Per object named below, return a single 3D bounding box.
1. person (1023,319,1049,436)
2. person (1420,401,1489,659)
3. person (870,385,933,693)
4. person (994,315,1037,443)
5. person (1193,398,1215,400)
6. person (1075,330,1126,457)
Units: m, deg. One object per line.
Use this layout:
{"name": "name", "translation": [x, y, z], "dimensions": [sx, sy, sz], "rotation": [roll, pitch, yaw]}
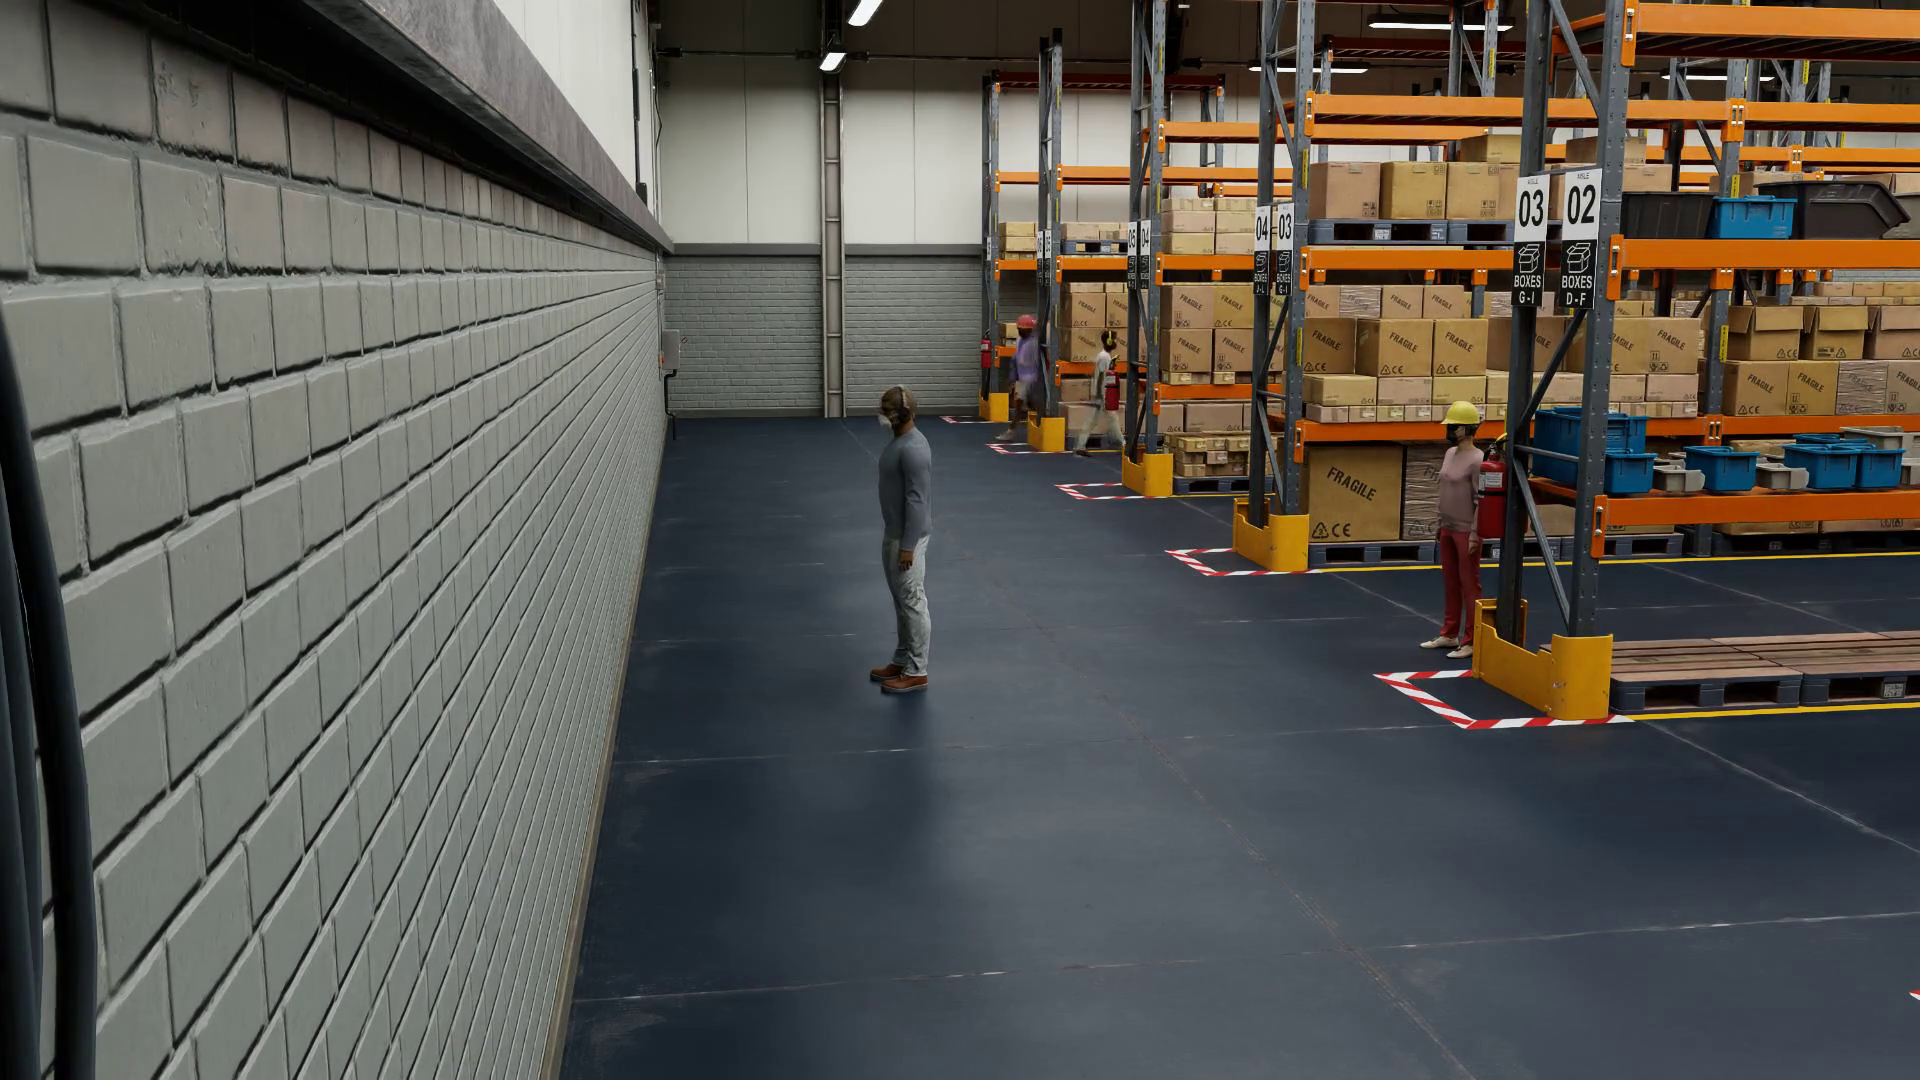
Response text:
{"name": "person", "translation": [1.246, -2.594, 26.631], "dimensions": [0.495, 1.884, 0.657], "rotation": [-3, 10, -19]}
{"name": "person", "translation": [3.425, -0.071, 11.428], "dimensions": [0.314, 1.769, 0.524], "rotation": [-2, 9, -14]}
{"name": "person", "translation": [-0.364, -0.011, 10.530], "dimensions": [0.372, 1.940, 0.632], "rotation": [-2, 9, -14]}
{"name": "person", "translation": [1.025, -2.499, 25.769], "dimensions": [1.058, 1.977, 0.654], "rotation": [-4, 10, -24]}
{"name": "person", "translation": [3.865, -2.678, 26.667], "dimensions": [0.969, 2.000, 0.692], "rotation": [-2, 9, -11]}
{"name": "person", "translation": [2.090, -2.048, 23.492], "dimensions": [0.999, 1.813, 0.533], "rotation": [1, 9, 5]}
